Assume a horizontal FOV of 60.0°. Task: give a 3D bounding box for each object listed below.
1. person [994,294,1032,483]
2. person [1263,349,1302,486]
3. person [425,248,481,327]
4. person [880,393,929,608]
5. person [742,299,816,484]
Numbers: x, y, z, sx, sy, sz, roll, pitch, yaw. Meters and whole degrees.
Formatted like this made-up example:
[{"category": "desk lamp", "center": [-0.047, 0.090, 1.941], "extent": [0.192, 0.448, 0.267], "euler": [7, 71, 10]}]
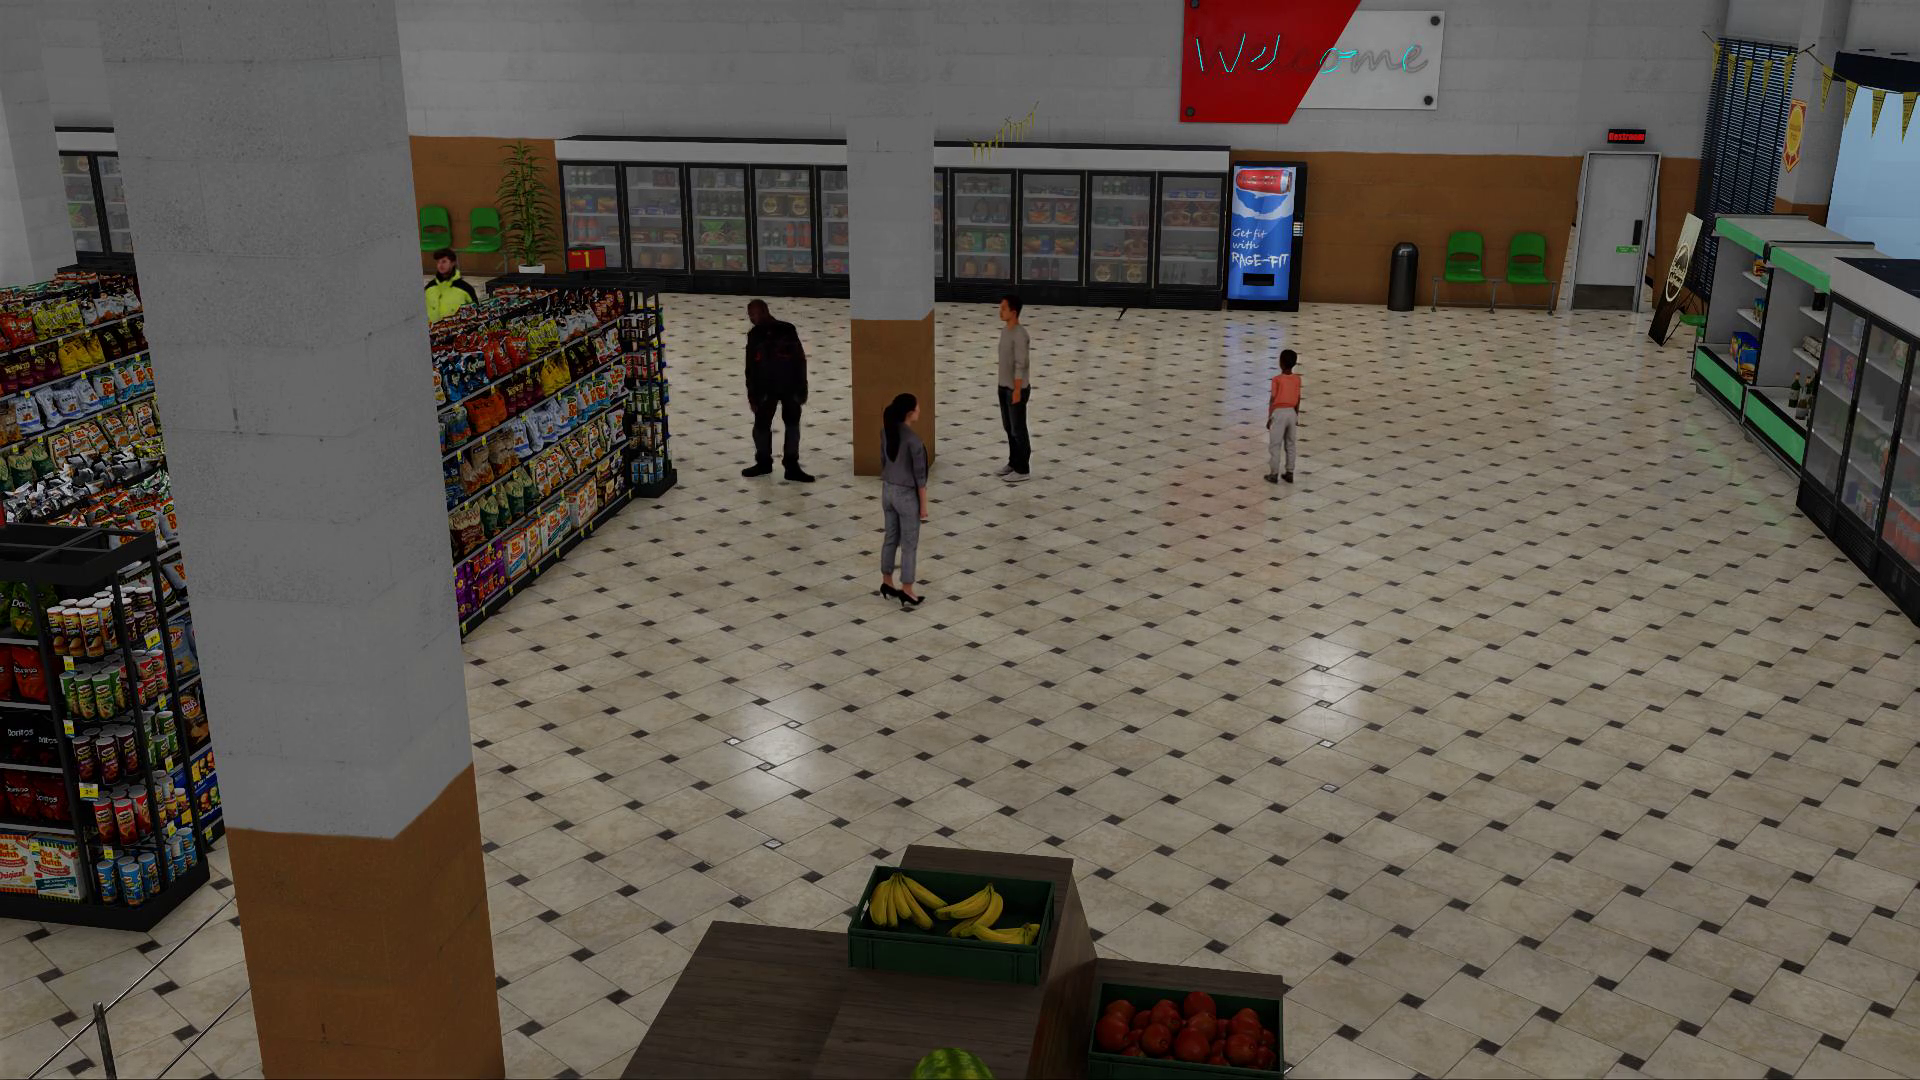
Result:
[{"category": "person", "center": [0.539, -1.472, 16.030], "extent": [0.765, 1.809, 0.646], "euler": [-7, 20, -20]}, {"category": "person", "center": [3.109, -1.184, 15.958], "extent": [0.546, 1.310, 0.580], "euler": [-6, 19, -16]}, {"category": "person", "center": [-5.369, -2.118, 17.674], "extent": [0.769, 1.982, 0.637], "euler": [2, 19, 7]}, {"category": "person", "center": [-0.455, -0.307, 12.789], "extent": [0.721, 1.673, 0.755], "euler": [18, 25, 42]}, {"category": "person", "center": [-1.693, -1.439, 15.982], "extent": [0.935, 1.778, 0.781], "euler": [-6, 20, -18]}]
